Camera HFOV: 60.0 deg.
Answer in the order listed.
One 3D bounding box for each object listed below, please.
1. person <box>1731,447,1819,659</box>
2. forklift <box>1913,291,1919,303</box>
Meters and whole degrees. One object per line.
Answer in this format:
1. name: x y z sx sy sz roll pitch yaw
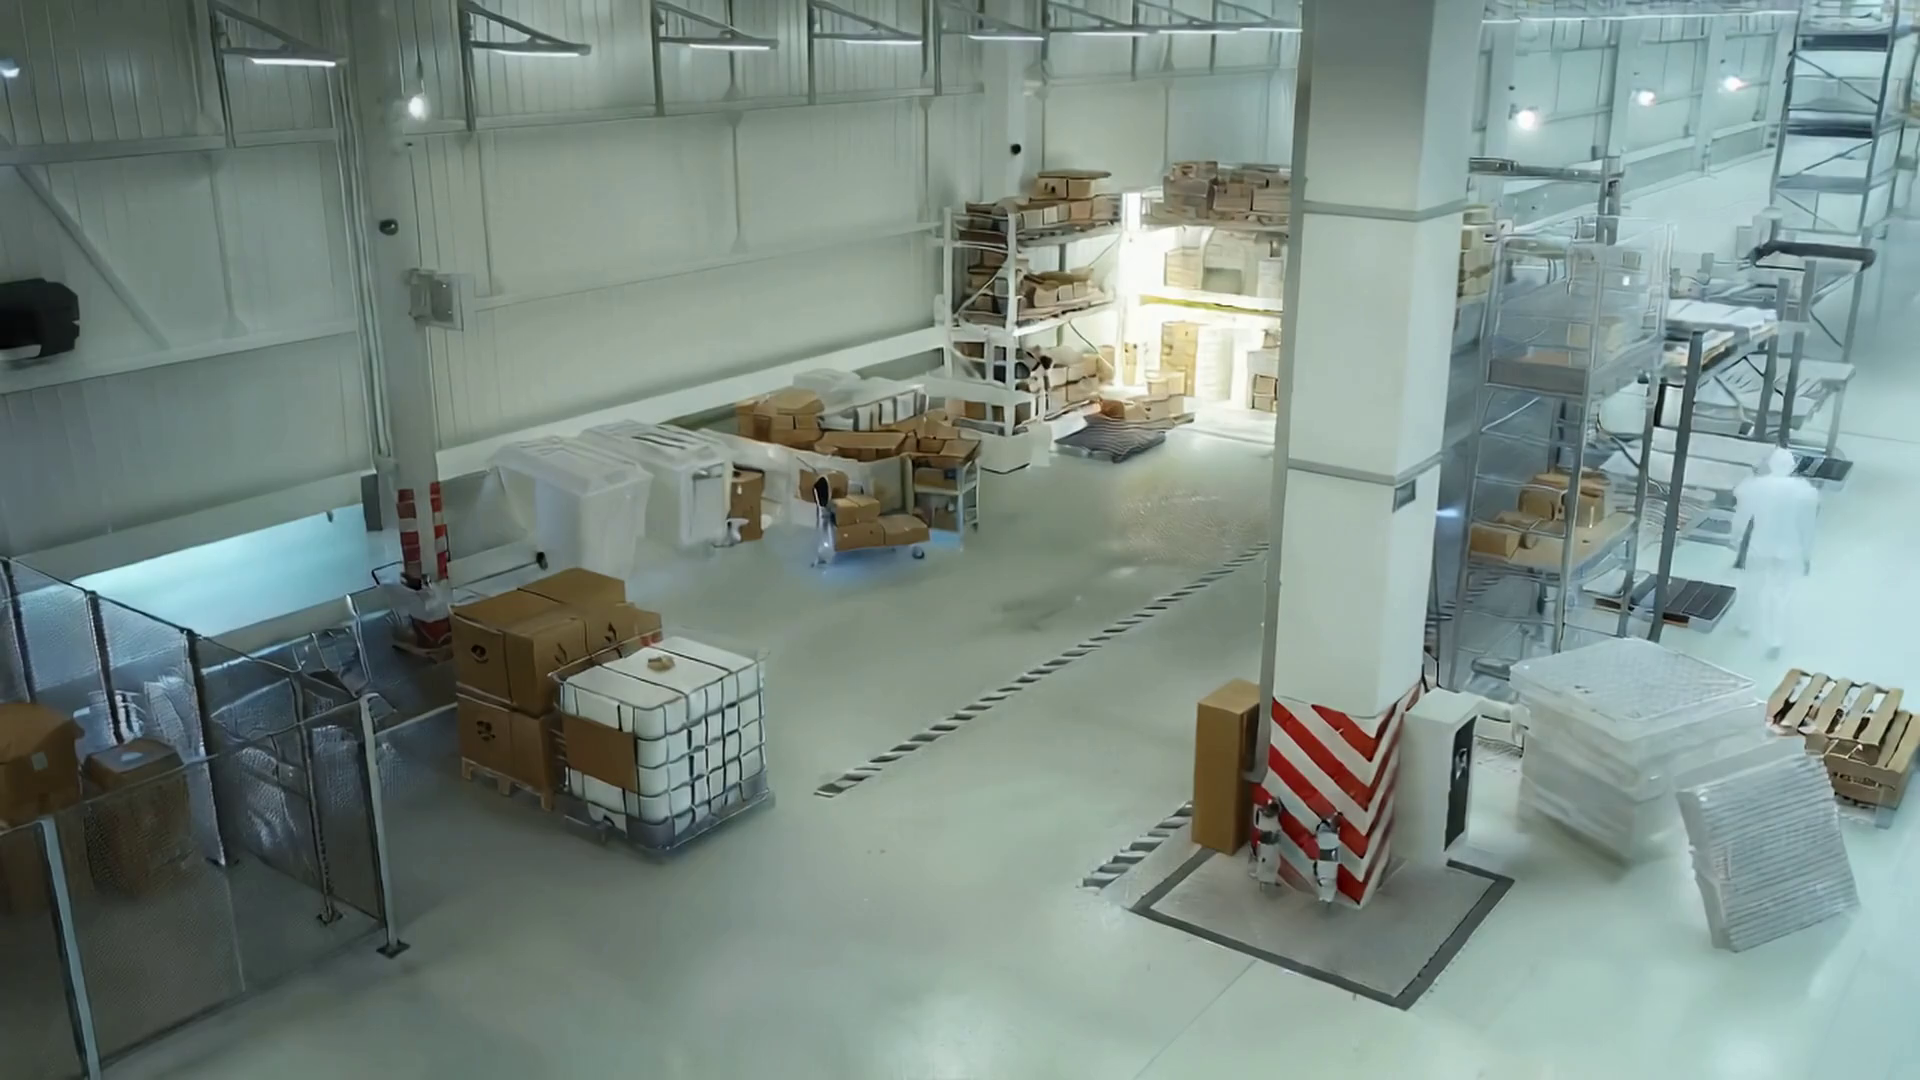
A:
1. person: 7.296 0.080 14.978 0.669 1.889 0.878 7 19 21
2. forklift: 19.398 -6.030 32.074 1.129 2.768 1.873 13 22 34
